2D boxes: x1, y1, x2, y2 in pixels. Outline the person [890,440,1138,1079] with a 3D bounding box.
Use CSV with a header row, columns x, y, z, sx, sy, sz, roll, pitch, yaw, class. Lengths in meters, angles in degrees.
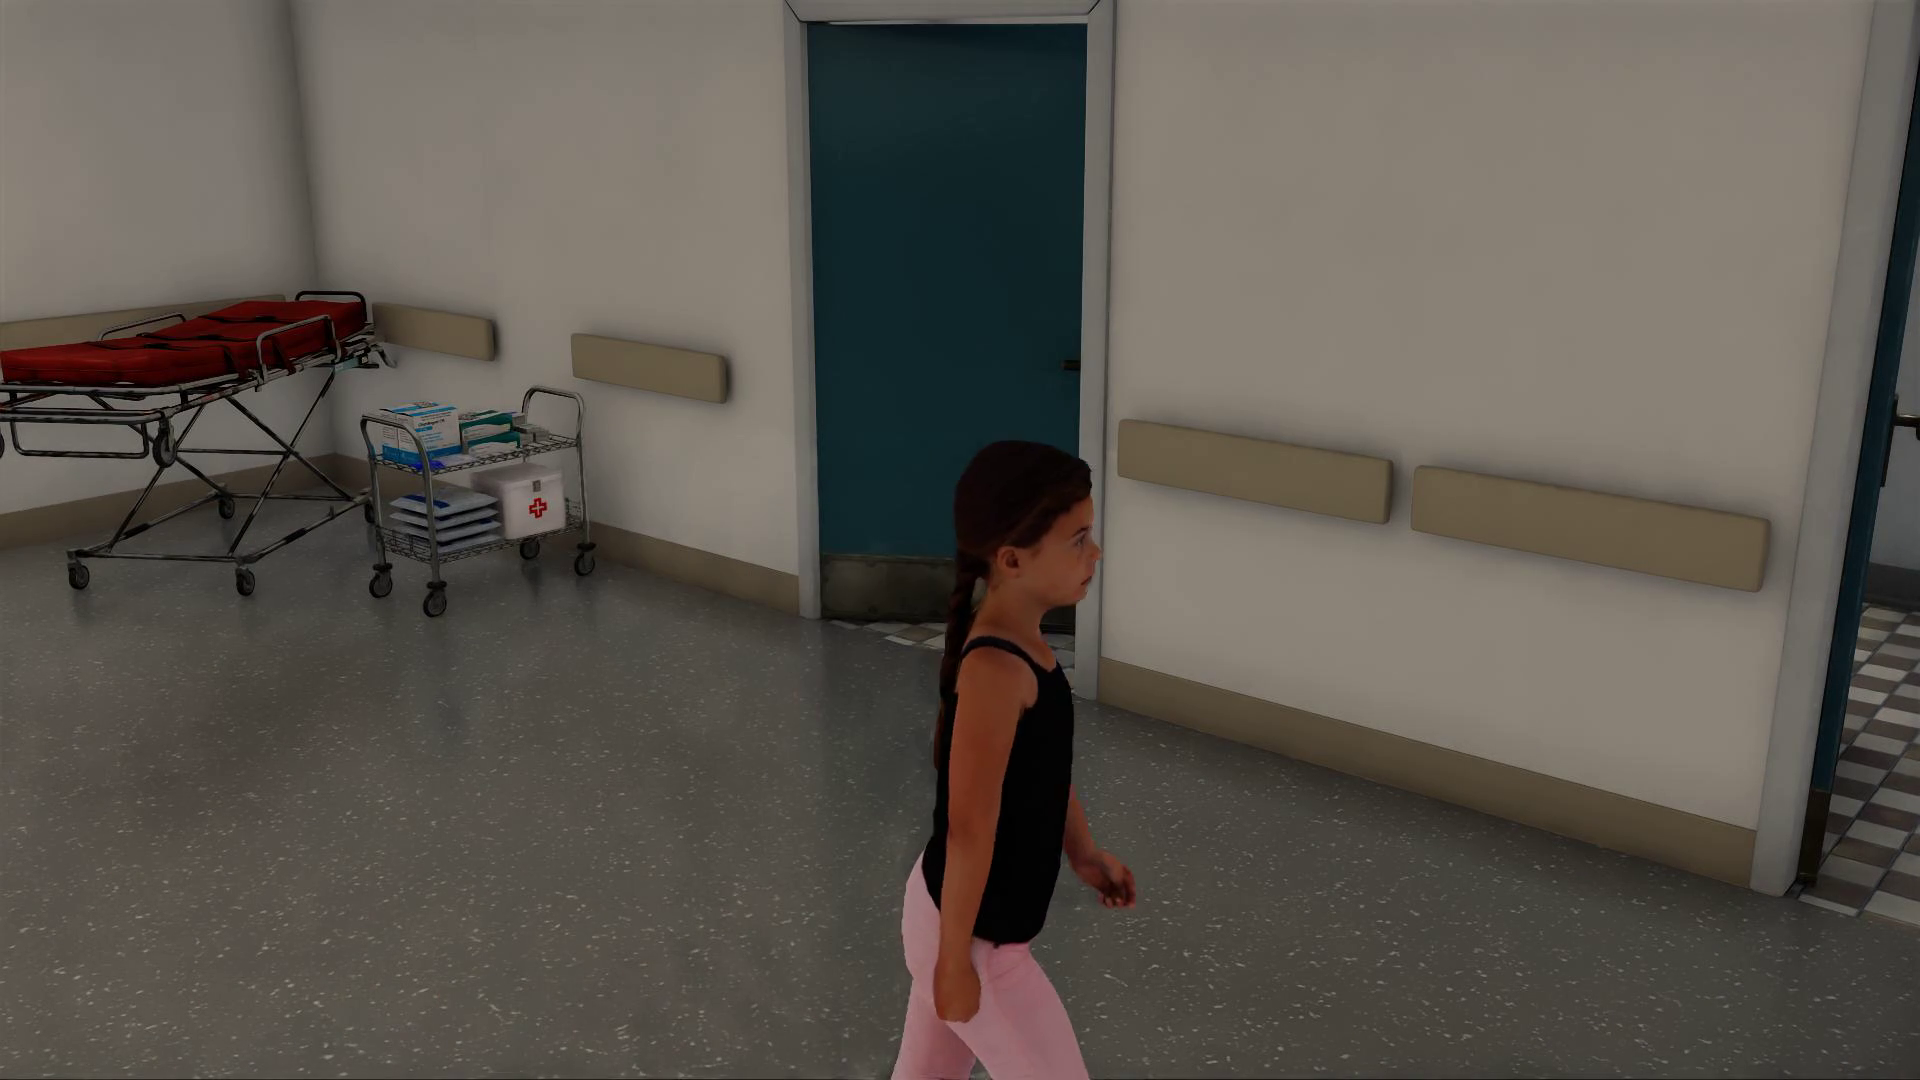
x,y,z,sx,sy,sz,roll,pitch,yaw,class
-0.038,0.619,2.562,1.019,1.519,0.930,-1,16,-3,person
